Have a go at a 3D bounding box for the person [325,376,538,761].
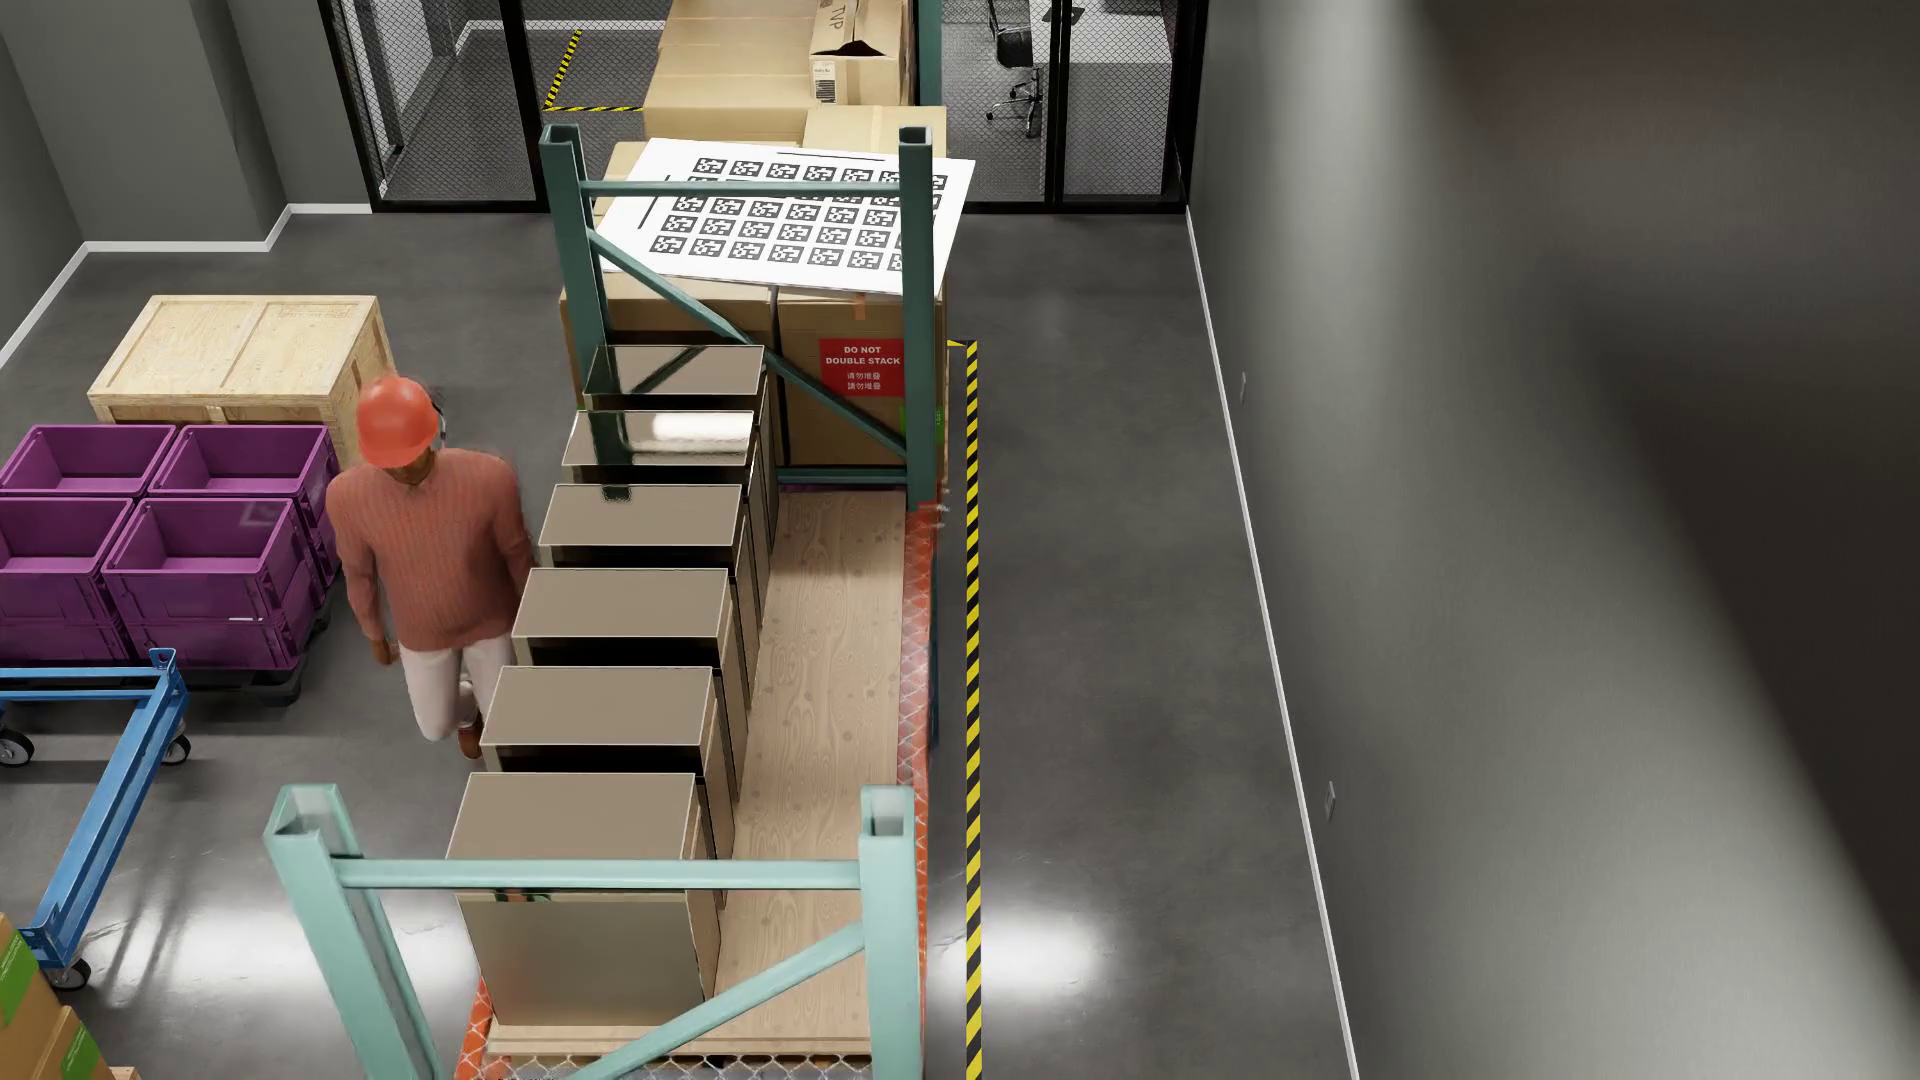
[{"bbox_3d":[-1.706,0.226,5.603,0.619,1.976,0.604,-8,42,-9],"label":"person"}]
